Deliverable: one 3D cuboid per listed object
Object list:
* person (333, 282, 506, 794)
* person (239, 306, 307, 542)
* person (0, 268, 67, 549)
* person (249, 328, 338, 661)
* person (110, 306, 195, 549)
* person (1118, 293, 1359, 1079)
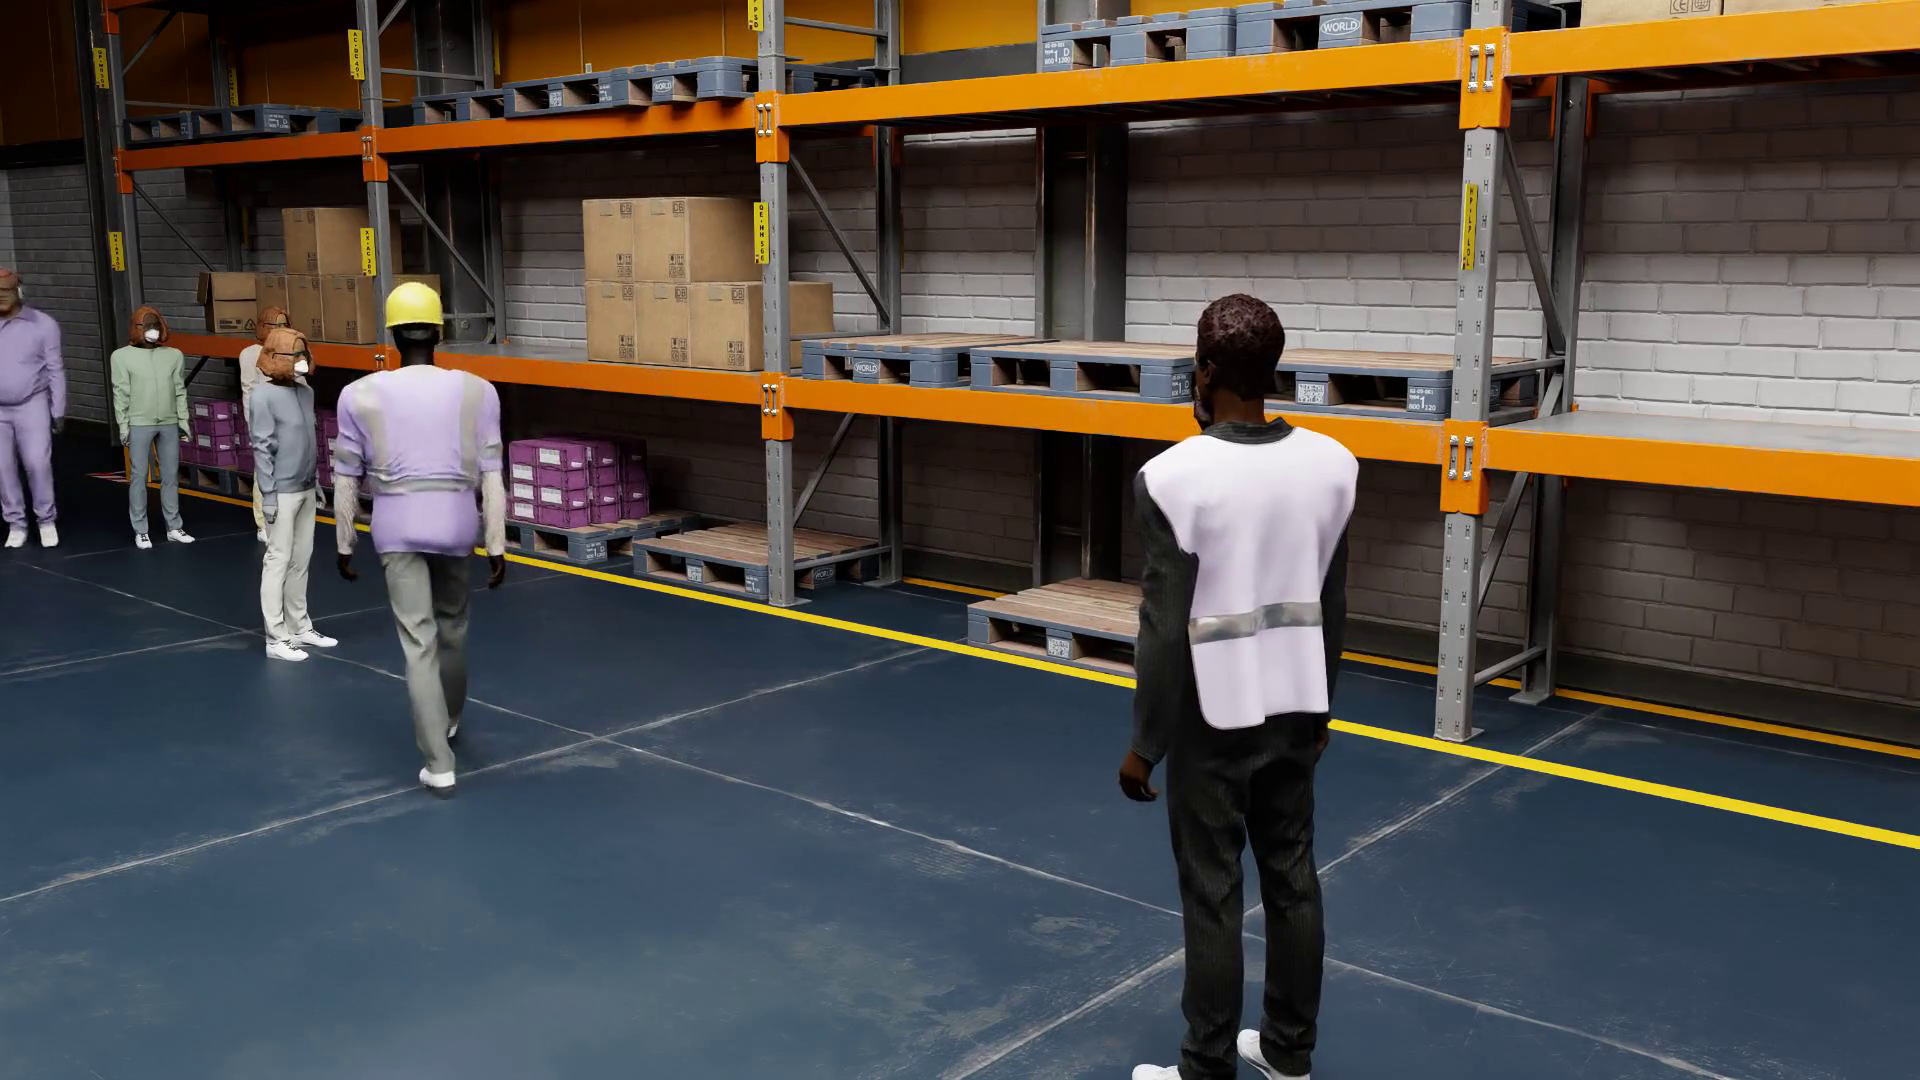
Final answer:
[{"bbox_3d":[-2.081,-0.037,6.411,0.613,1.877,0.973,-4,11,-24],"label":"person"},{"bbox_3d":[-4.717,-0.788,11.498,0.277,1.614,0.497,7,12,35],"label":"person"},{"bbox_3d":[-6.366,-0.862,11.143,0.657,1.887,0.602,-3,10,-16],"label":"person"},{"bbox_3d":[-3.315,-0.230,8.252,0.266,1.631,0.507,1,10,8],"label":"person"},{"bbox_3d":[-5.481,-0.767,11.306,0.289,1.633,0.499,8,13,38],"label":"person"},{"bbox_3d":[0.644,0.403,3.833,0.587,1.920,0.394,-5,11,-28],"label":"person"}]
